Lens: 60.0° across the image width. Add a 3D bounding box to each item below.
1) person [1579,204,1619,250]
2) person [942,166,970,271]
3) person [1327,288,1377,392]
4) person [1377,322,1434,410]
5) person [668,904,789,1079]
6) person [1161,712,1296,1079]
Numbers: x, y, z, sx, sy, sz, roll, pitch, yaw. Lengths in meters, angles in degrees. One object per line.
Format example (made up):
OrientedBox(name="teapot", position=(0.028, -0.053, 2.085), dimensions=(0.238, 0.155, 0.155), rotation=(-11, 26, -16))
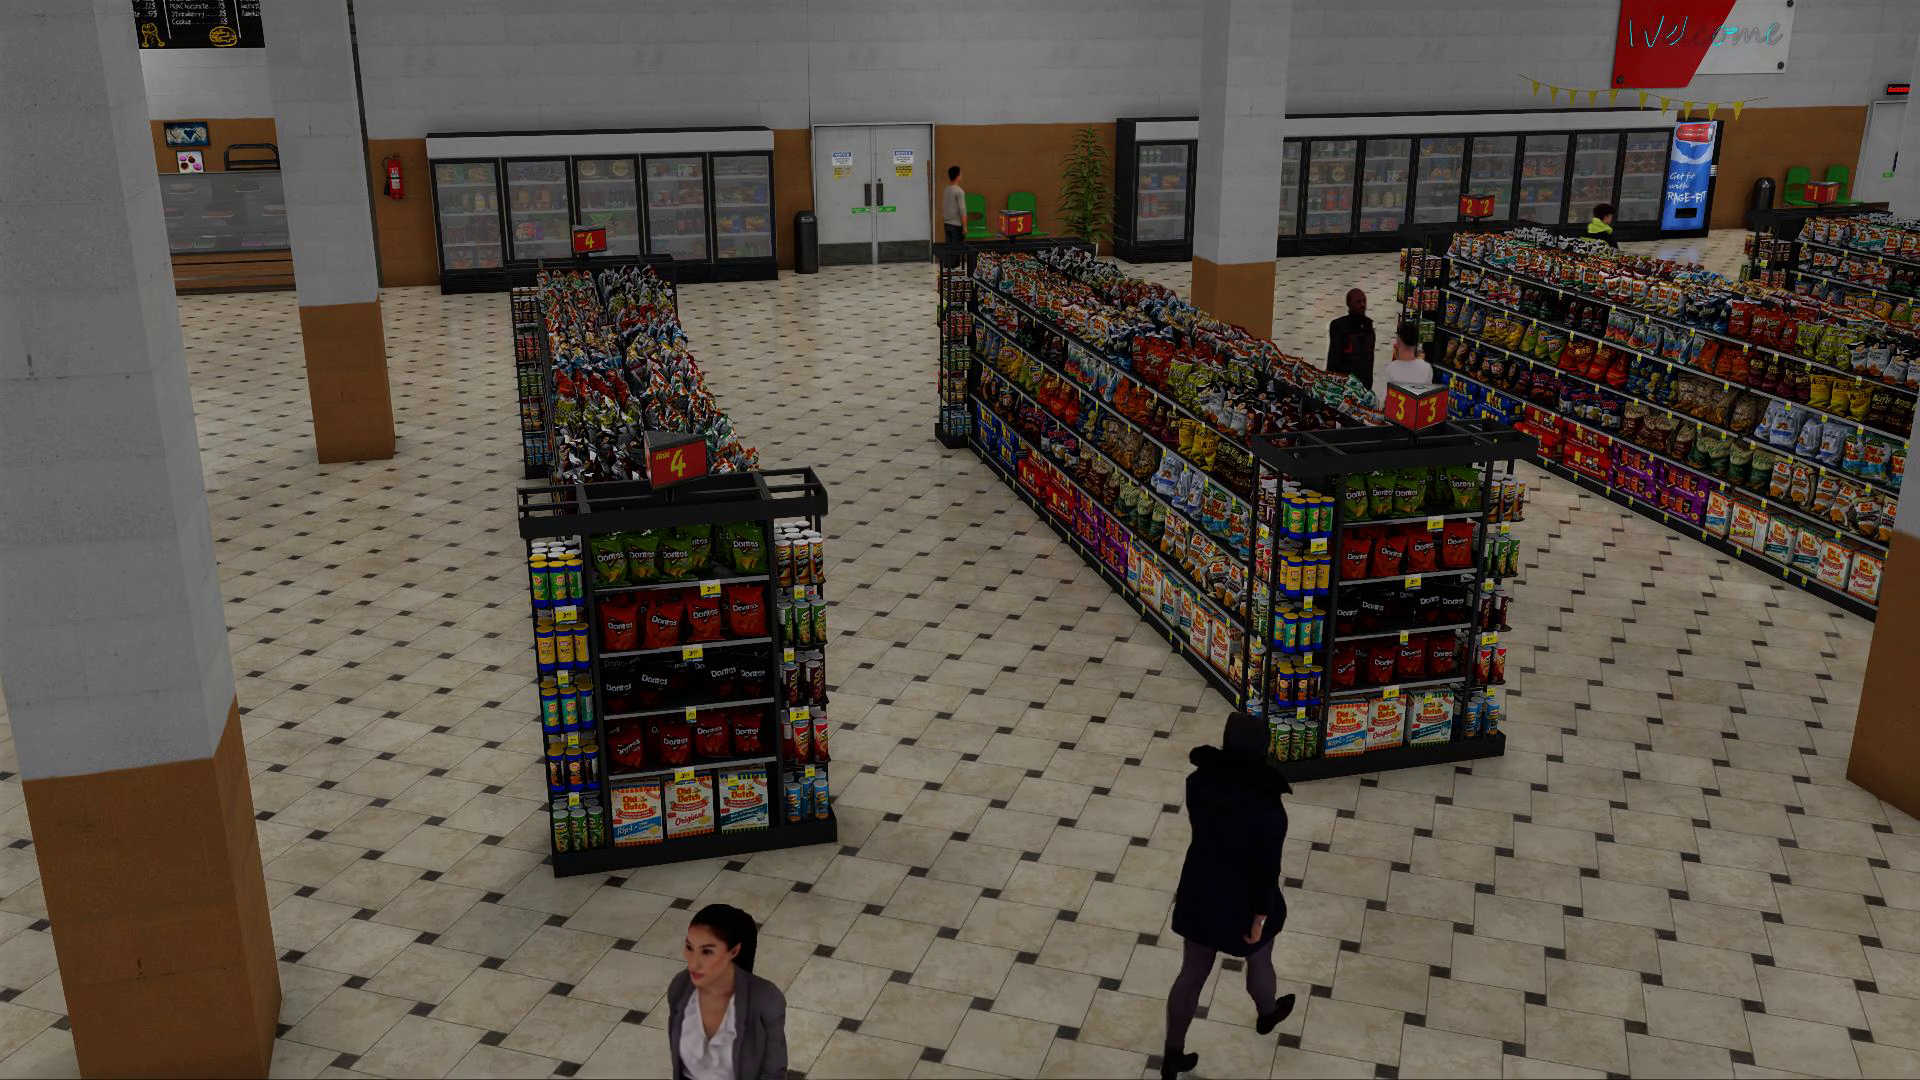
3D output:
OrientedBox(name="person", position=(7.628, -3.062, 20.061), dimensions=(0.864, 1.977, 0.631), rotation=(-8, 20, -22))
OrientedBox(name="person", position=(-0.096, -4.809, 25.505), dimensions=(0.794, 1.807, 0.635), rotation=(-15, 24, -37))
OrientedBox(name="person", position=(3.626, -1.453, 15.523), dimensions=(0.754, 1.825, 0.683), rotation=(-11, 21, -29))
OrientedBox(name="person", position=(3.706, -0.888, 13.859), dimensions=(0.681, 1.819, 1.034), rotation=(-5, 19, -15))
OrientedBox(name="person", position=(-0.714, 1.968, 5.681), dimensions=(0.988, 1.631, 1.178), rotation=(6, 20, 17))
OrientedBox(name="person", position=(1.068, 1.528, 6.988), dimensions=(1.124, 1.632, 1.085), rotation=(16, 25, 40))
